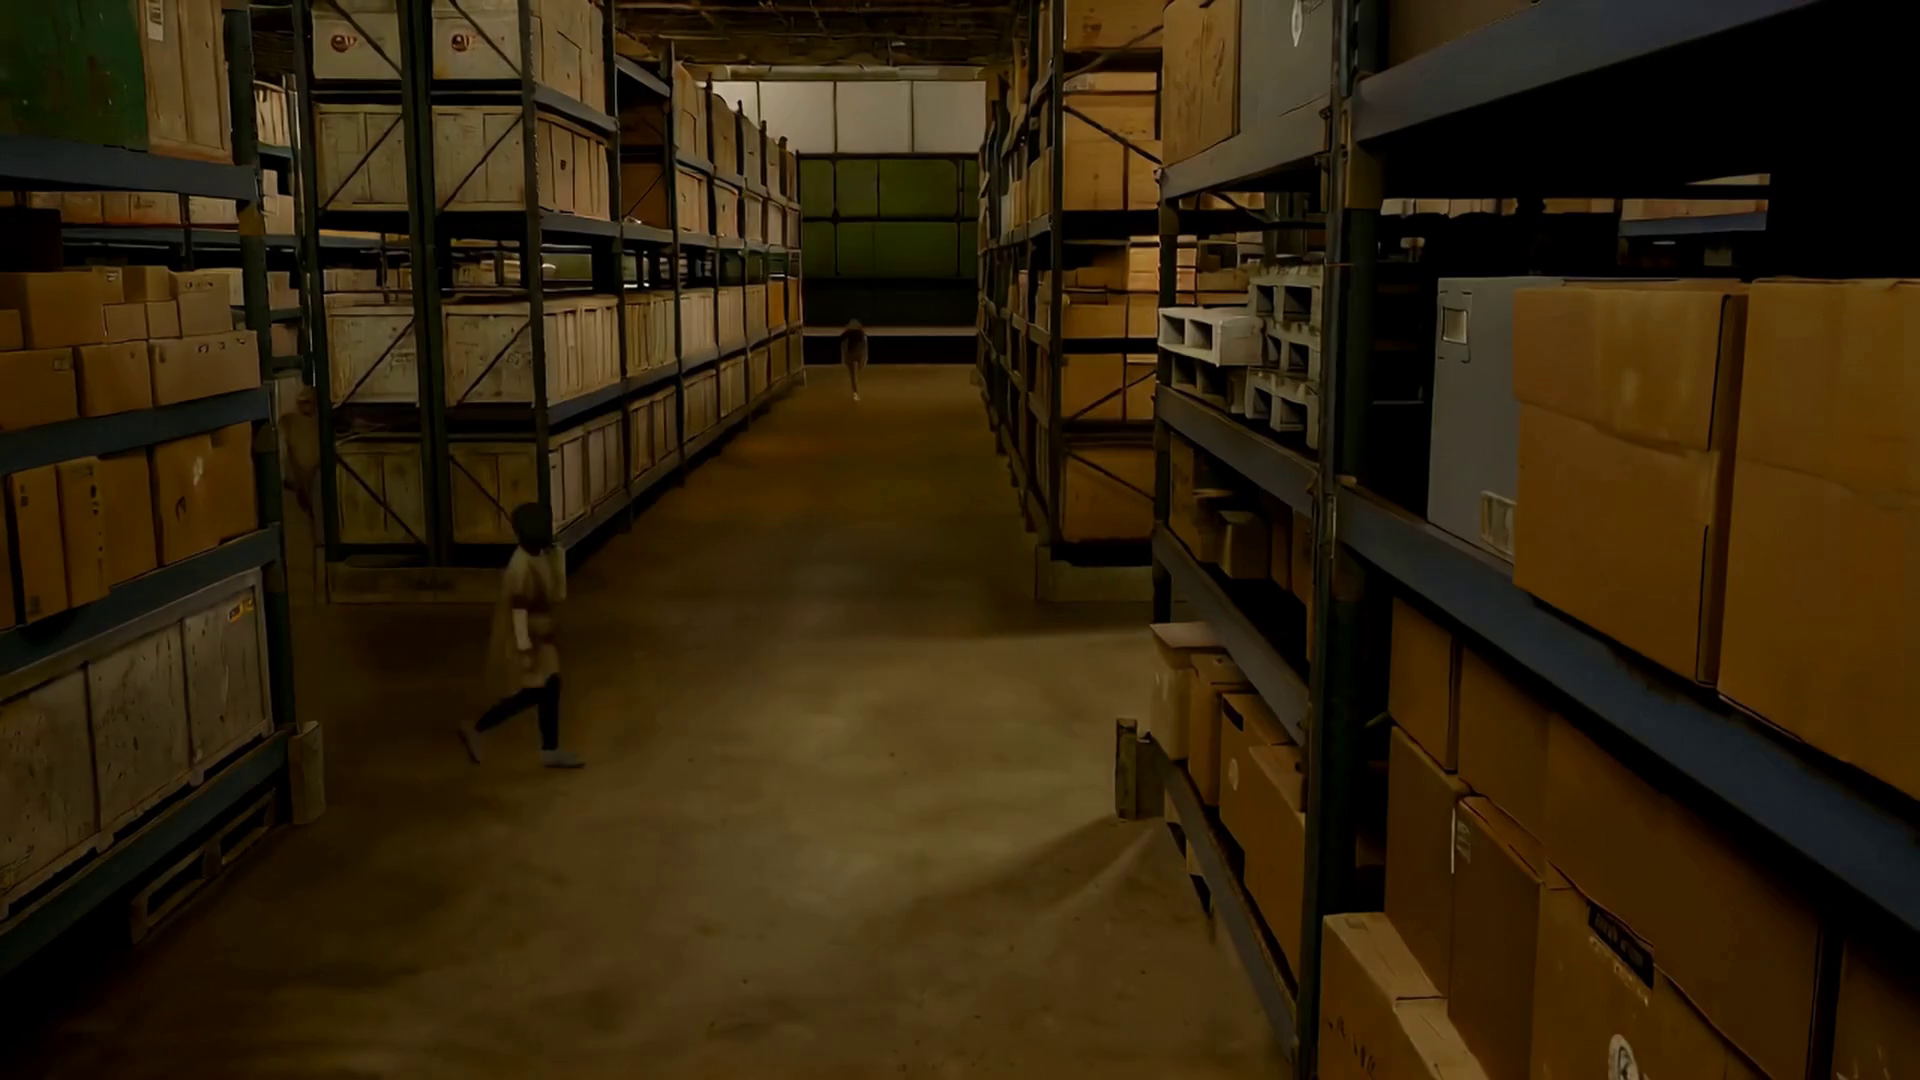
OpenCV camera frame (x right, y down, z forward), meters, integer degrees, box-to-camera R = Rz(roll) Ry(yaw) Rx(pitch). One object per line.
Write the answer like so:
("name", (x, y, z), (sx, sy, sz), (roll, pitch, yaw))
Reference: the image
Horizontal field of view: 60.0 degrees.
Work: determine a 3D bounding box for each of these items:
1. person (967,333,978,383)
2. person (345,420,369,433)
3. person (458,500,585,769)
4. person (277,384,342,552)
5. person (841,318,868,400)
("person", (0.609, -4.991, 44.100), (0.933, 1.682, 0.603), (-1, 9, -8))
("person", (-9.732, -2.201, 26.880), (0.501, 1.725, 0.404), (1, 9, 6))
("person", (-2.642, 0.584, 9.972), (0.646, 1.675, 0.533), (0, 9, 1))
("person", (-6.741, -0.704, 17.305), (0.626, 1.858, 0.985), (-1, 9, -8))
("person", (-2.416, -4.168, 38.370), (0.636, 1.914, 0.798), (-2, 9, -11))
